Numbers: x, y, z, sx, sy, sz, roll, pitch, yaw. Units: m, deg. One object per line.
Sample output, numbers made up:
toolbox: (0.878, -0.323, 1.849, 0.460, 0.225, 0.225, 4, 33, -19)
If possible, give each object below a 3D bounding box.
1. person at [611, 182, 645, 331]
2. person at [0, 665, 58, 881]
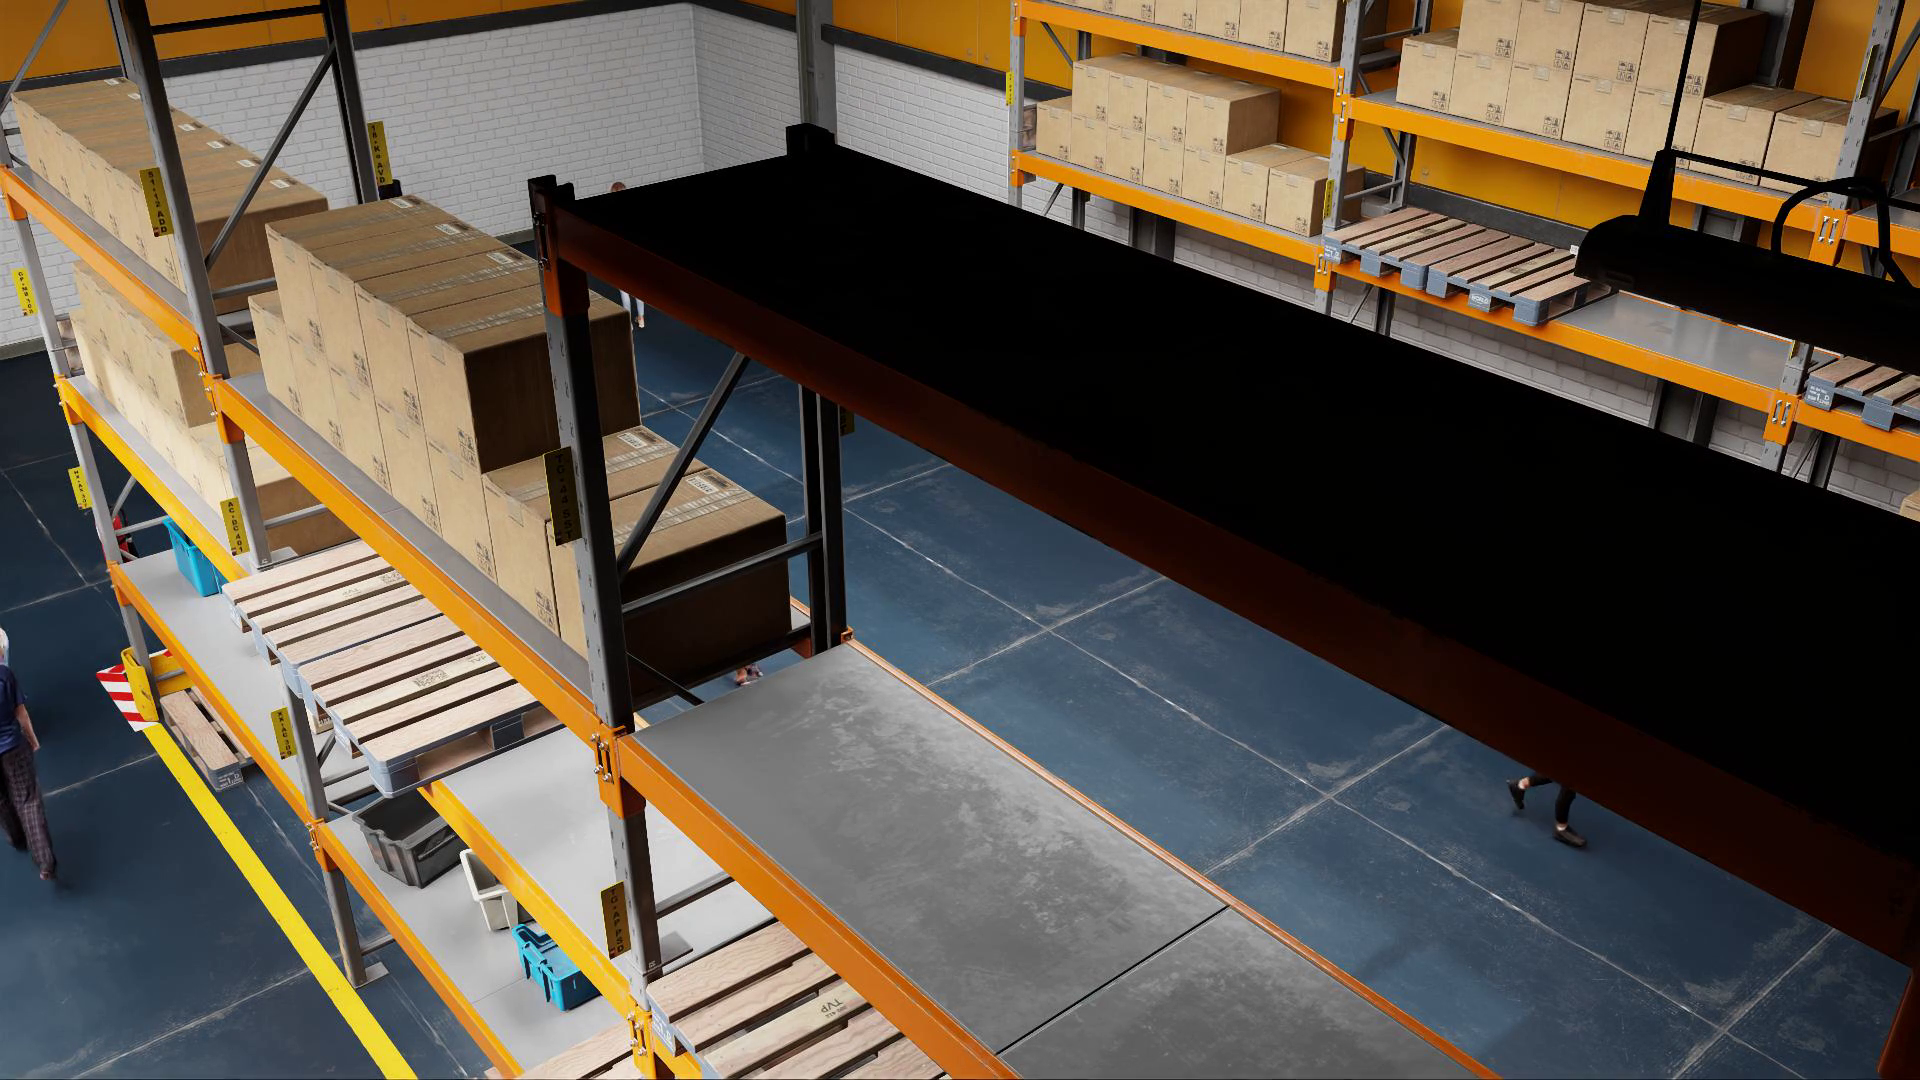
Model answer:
person: (-3.967, -3.381, 19.755, 0.593, 1.797, 0.517, -20, 34, -32)
person: (-6.278, 1.439, 10.874, 0.745, 1.839, 1.166, -18, 33, -29)
